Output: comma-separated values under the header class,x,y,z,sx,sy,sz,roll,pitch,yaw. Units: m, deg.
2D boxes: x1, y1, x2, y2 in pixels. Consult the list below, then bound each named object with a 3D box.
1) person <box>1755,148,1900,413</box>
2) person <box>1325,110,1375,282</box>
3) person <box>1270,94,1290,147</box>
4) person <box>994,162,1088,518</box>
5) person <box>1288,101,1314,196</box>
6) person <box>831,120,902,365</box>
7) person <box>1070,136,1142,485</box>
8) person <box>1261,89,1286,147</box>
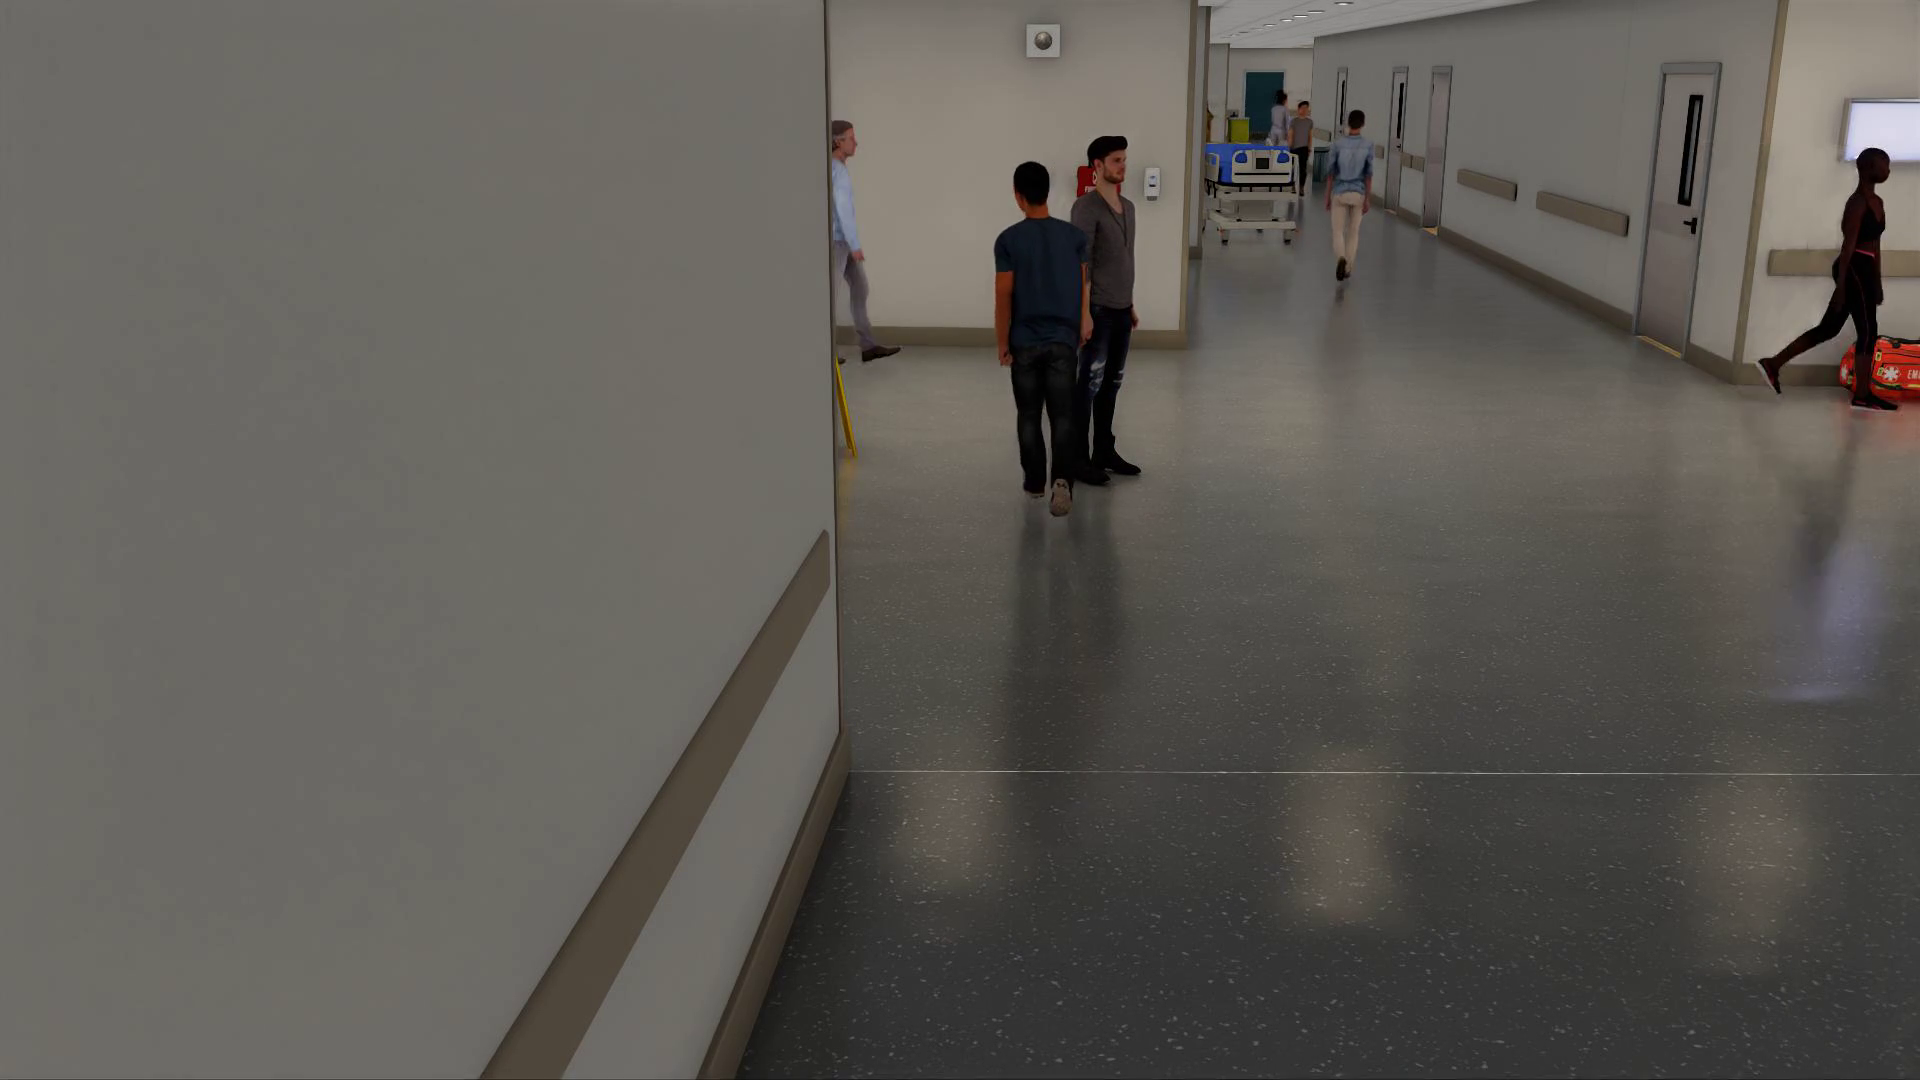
class,x,y,z,sx,sy,sz,roll,pitch,yaw
person,5.940,-1.743,11.267,1.225,1.721,1.052,14,21,41
person,4.218,-3.715,18.076,1.056,1.821,0.755,3,16,10
person,7.357,-9.452,38.612,0.835,1.719,0.898,13,20,38
person,0.443,-0.984,8.485,1.103,1.769,0.819,0,16,0
person,6.277,-7.236,30.800,1.036,1.693,0.704,2,16,9
person,-1.041,-2.252,12.807,1.022,1.863,0.769,-1,16,-3
person,0.801,-1.298,9.349,0.782,1.904,0.773,12,20,36
person,9.233,-12.053,47.834,1.133,1.721,1.088,-9,18,-29
